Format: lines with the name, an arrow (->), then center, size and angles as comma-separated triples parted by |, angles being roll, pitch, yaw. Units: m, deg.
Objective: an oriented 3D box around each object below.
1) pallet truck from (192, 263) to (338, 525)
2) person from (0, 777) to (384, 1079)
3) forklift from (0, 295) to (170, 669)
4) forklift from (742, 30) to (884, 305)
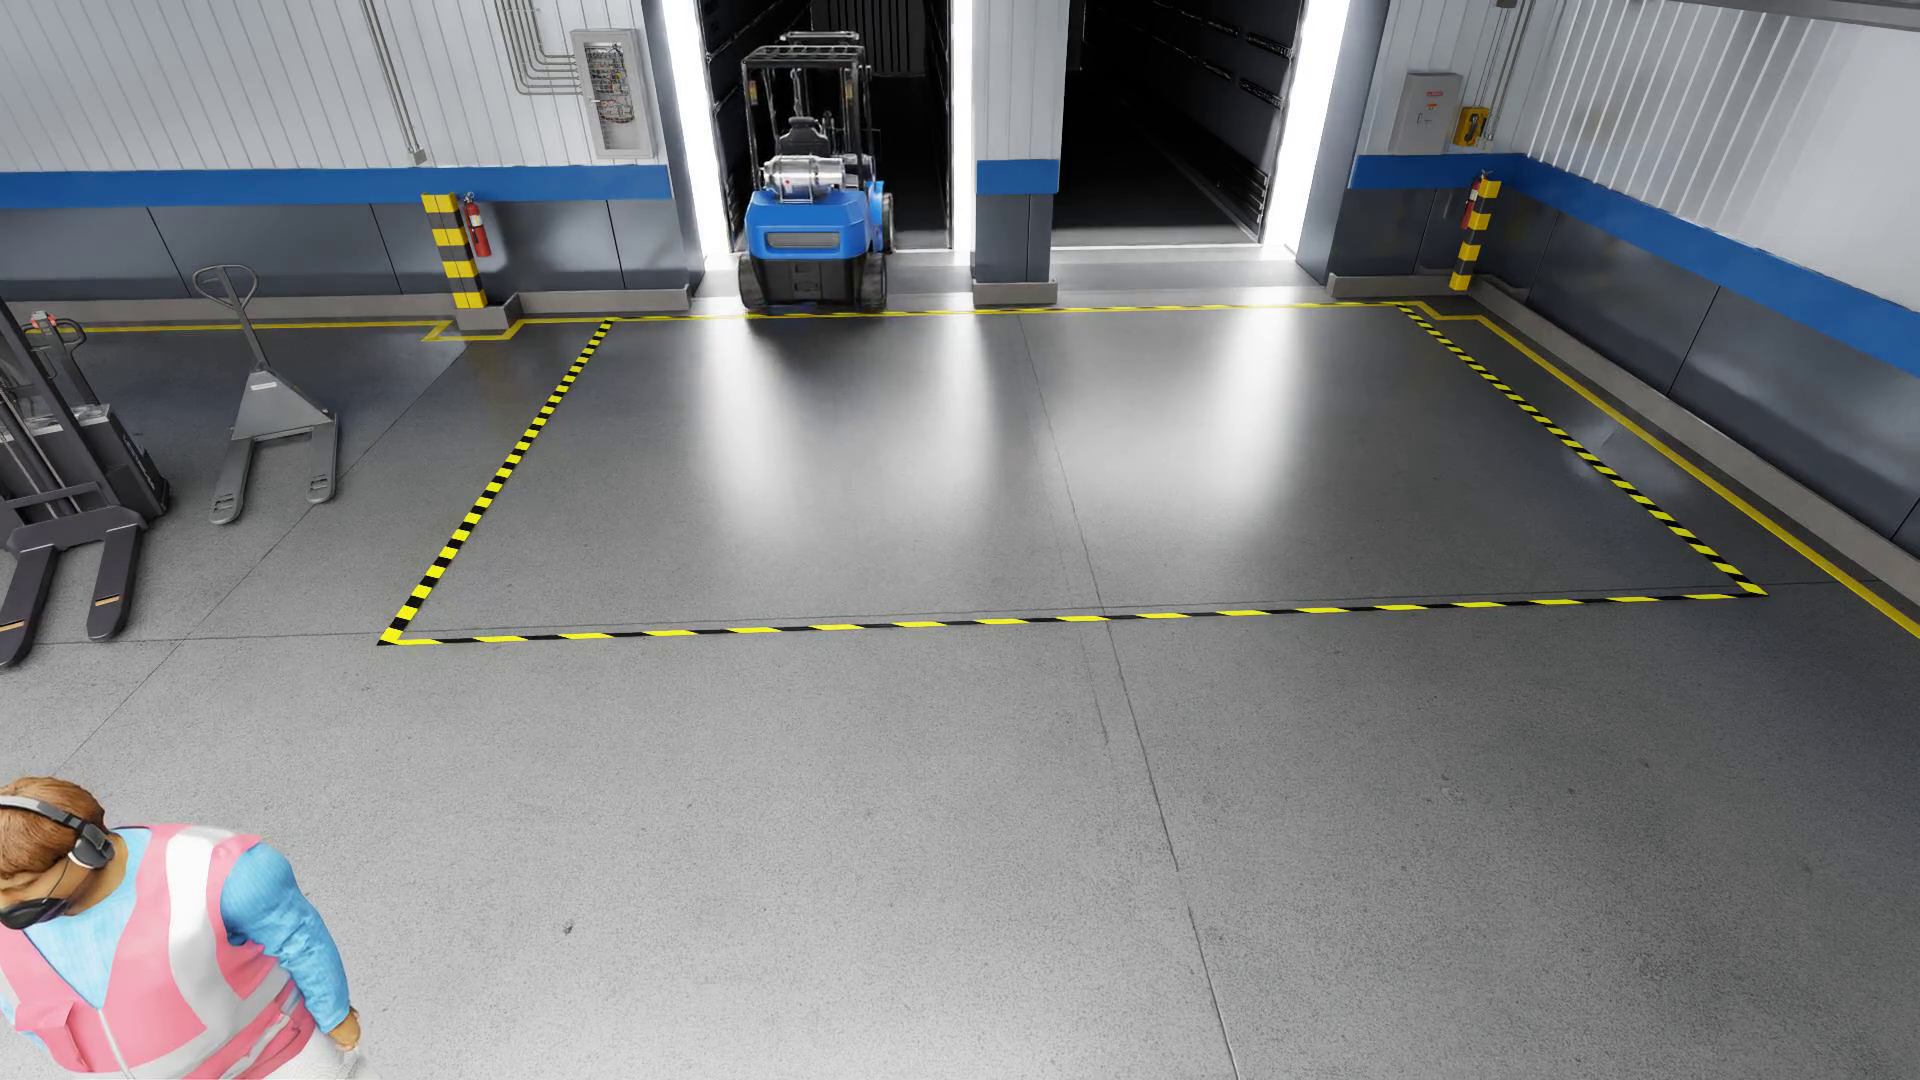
pallet truck -> -4.778, -1.027, 6.128 | 0.680, 1.201, 1.601 | -17, 38, -23
person -> -1.875, 1.263, 2.310 | 0.634, 1.841, 0.429 | -9, 36, -12
forklift -> -5.212, -0.618, 4.878 | 0.823, 1.965, 1.885 | -20, 39, -26
forklift -> -1.404, -3.722, 8.999 | 1.157, 2.036, 2.680 | 0, 35, 0
